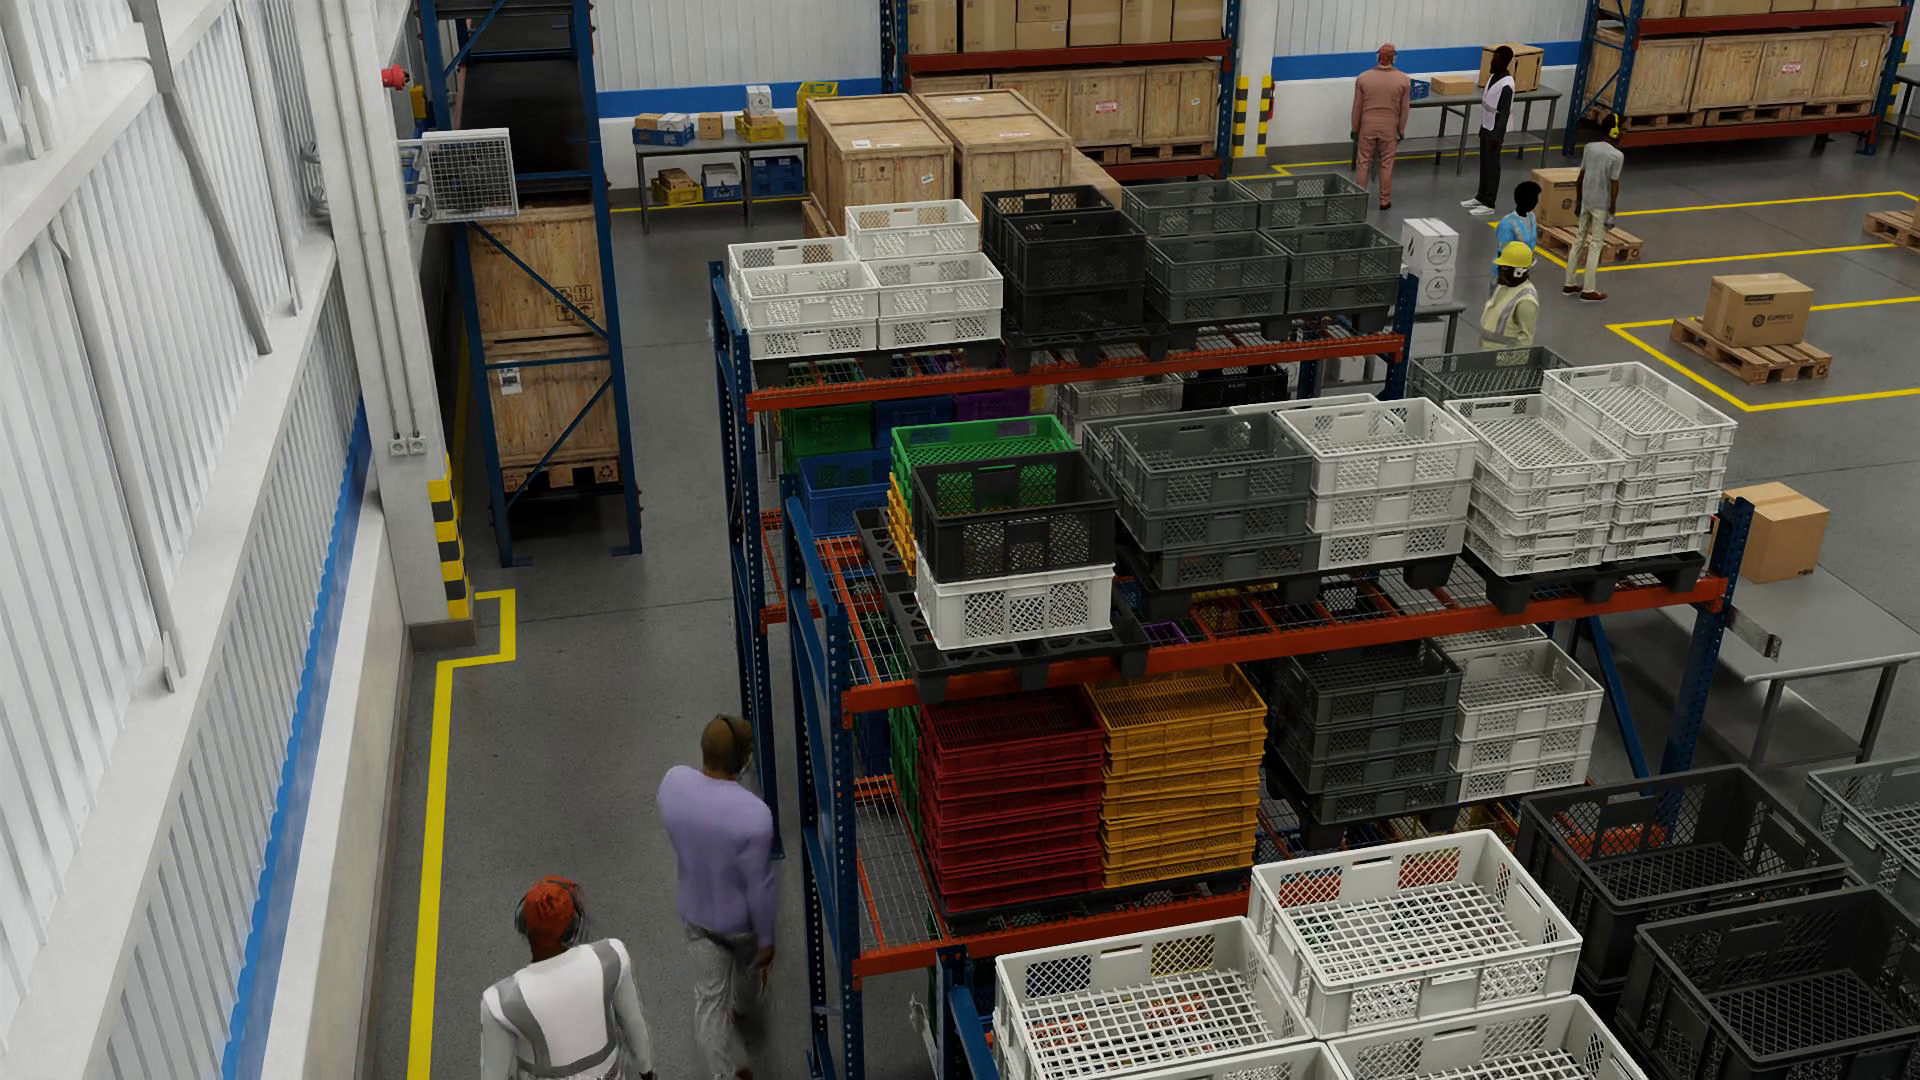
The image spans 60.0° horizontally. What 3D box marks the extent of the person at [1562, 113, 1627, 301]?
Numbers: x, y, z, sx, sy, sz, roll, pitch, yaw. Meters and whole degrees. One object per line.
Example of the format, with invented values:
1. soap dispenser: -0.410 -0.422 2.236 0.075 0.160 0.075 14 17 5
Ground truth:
1. person: 6.366 -3.330 16.639 0.330 1.866 0.512 -13 31 -24

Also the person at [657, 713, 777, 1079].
1. person: -1.011 1.574 7.304 0.599 1.876 0.916 8 29 15

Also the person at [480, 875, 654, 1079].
1. person: -1.510 2.088 6.350 0.692 1.868 0.409 -18 33 -30

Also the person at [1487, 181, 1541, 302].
1. person: 5.009 -2.431 15.113 0.320 1.693 0.531 25 36 38

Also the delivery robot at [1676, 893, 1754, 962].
1. delivery robot: 3.738 1.881 8.050 0.707 0.478 0.477 7 29 12

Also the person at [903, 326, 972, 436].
1. person: -0.274 -0.796 11.889 0.881 1.807 0.648 -24 36 -38

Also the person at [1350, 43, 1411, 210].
1. person: 4.883 -4.819 19.418 0.642 1.909 0.399 6 28 12

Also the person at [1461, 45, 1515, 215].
1. person: 6.179 -4.749 19.271 0.392 1.922 0.593 -1 28 -1

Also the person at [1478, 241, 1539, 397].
1. person: 4.289 -1.467 13.136 0.404 1.833 0.591 0 28 -1
